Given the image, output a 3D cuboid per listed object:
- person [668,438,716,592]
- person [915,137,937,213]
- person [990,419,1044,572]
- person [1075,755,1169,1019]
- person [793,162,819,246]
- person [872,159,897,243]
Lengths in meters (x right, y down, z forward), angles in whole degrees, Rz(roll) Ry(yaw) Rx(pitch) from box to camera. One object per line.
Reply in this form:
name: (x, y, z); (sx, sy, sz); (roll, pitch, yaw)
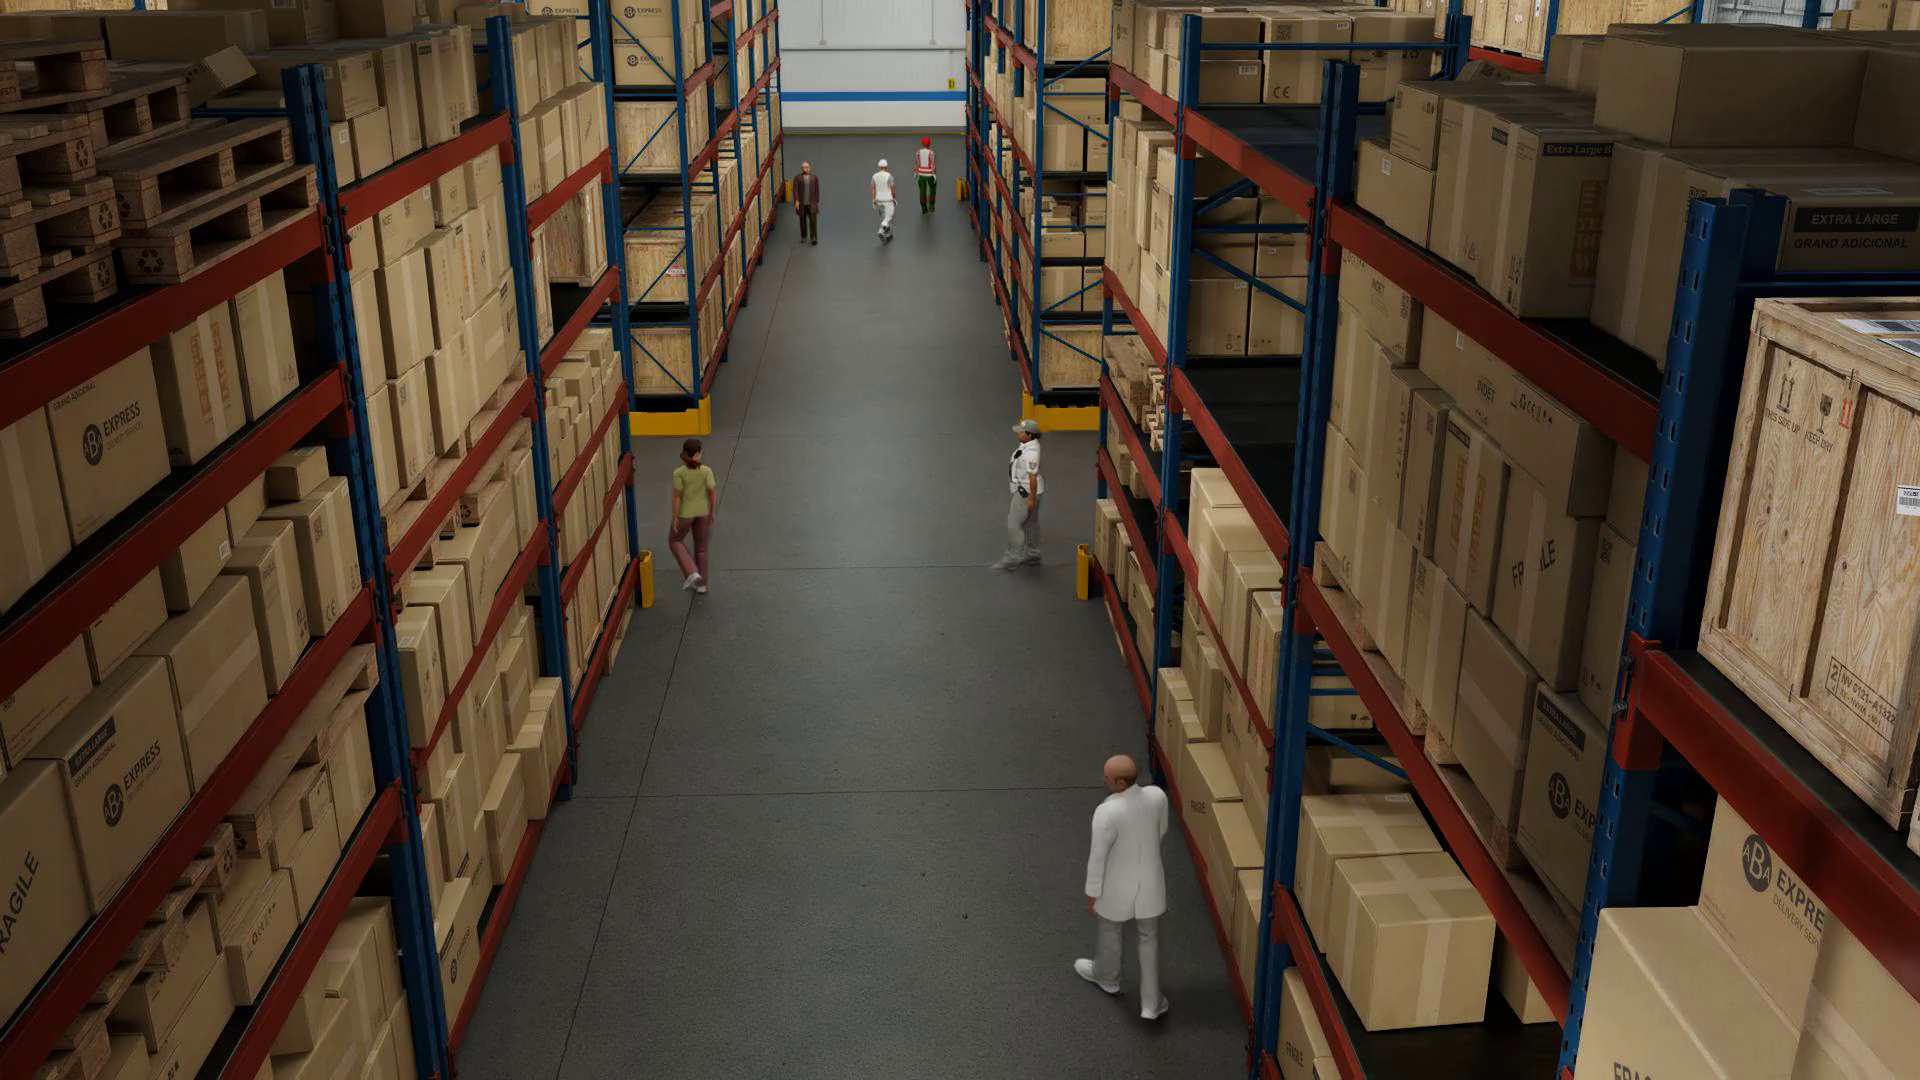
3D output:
person: (-2.766, -0.242, 17.224); (0.474, 1.681, 0.463); (-8, 22, -21)
person: (-0.819, -8.739, 39.872); (0.557, 1.815, 0.463); (3, 21, 9)
person: (0.626, -0.510, 17.996); (0.565, 1.665, 0.495); (2, 21, 4)
person: (1.055, 2.178, 10.631); (0.614, 1.787, 0.762); (-6, 21, -17)
person: (-3.314, -7.252, 35.896); (0.576, 1.750, 0.974); (-2, 21, -5)
person: (-1.660, -7.409, 36.320); (0.544, 1.774, 0.941); (11, 23, 26)
